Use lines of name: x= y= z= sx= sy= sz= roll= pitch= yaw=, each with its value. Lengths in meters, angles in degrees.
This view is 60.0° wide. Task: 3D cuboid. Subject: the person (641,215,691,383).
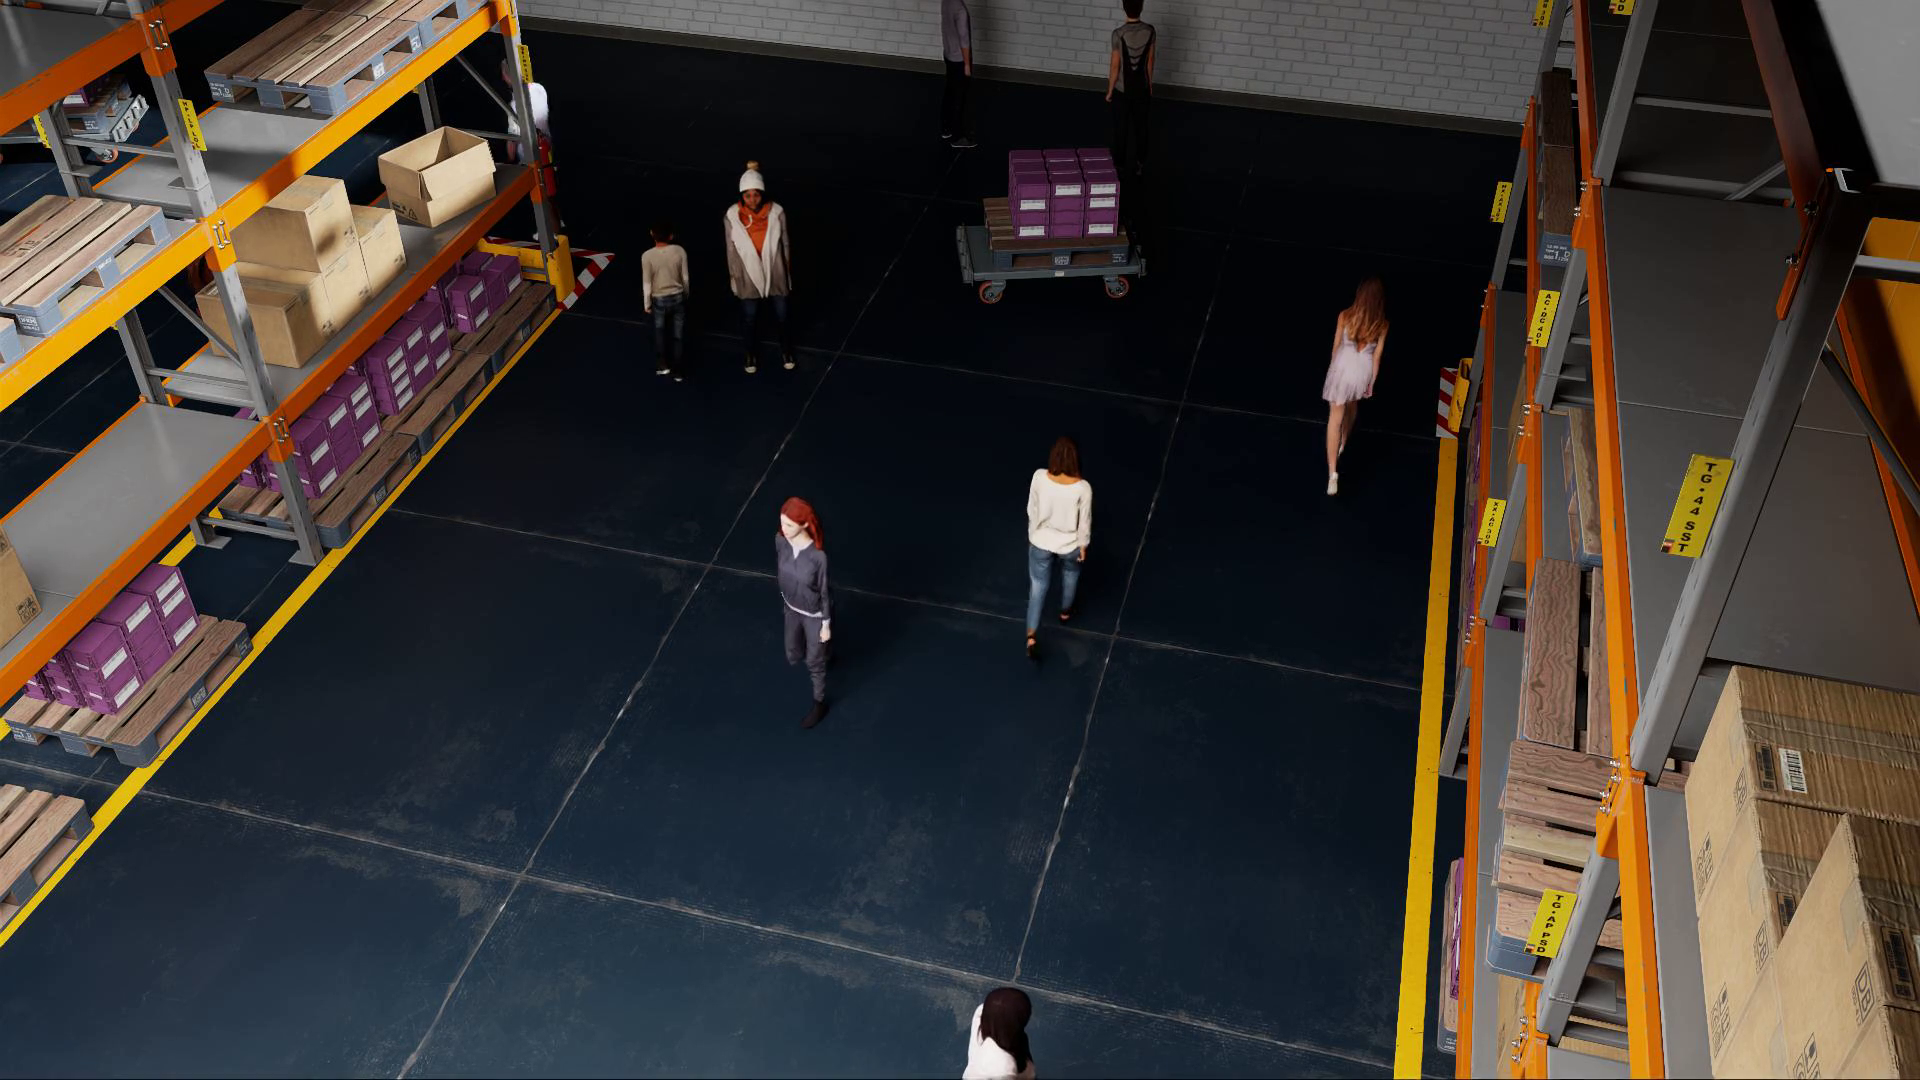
person: x=-2.368 y=-1.925 z=13.623 sx=0.651 sy=1.449 sz=0.686 roll=-11 pitch=40 yaw=-14

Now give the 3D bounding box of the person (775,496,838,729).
person: x=-0.892 y=0.408 z=10.444 sx=0.725 sy=1.771 sz=0.811 roll=24 pitch=45 yaw=27

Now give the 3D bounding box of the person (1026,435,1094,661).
person: x=0.613 y=0.065 z=10.966 sx=0.682 sy=1.653 sz=1.032 roll=13 pitch=40 yaw=15

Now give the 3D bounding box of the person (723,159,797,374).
person: x=-1.638 y=-2.245 z=13.671 sx=0.793 sy=1.888 sz=0.814 roll=-7 pitch=39 yaw=-9

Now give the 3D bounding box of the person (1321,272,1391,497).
person: x=2.900 y=-1.127 z=12.398 sx=0.624 sy=1.730 sz=1.125 roll=6 pitch=39 yaw=8

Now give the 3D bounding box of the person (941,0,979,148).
person: x=-0.033 y=-4.989 z=17.146 sx=0.787 sy=1.840 sz=0.678 roll=-14 pitch=41 yaw=-16

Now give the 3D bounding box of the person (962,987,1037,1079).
person: x=0.148 y=2.621 z=7.783 sx=0.767 sy=1.633 sz=0.655 roll=-9 pitch=39 yaw=-11

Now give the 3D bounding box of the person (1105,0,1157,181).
person: x=1.702 y=-4.504 z=16.497 sx=0.737 sy=1.893 sz=0.744 roll=-10 pitch=40 yaw=-12

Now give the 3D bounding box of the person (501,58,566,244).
person: x=-3.862 y=-3.571 z=15.400 sx=0.745 sy=1.803 sz=0.562 roll=9 pitch=40 yaw=11

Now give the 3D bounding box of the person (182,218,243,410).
person: x=-5.885 y=-1.965 z=13.371 sx=0.739 sy=1.826 sz=0.931 roll=6 pitch=39 yaw=8
